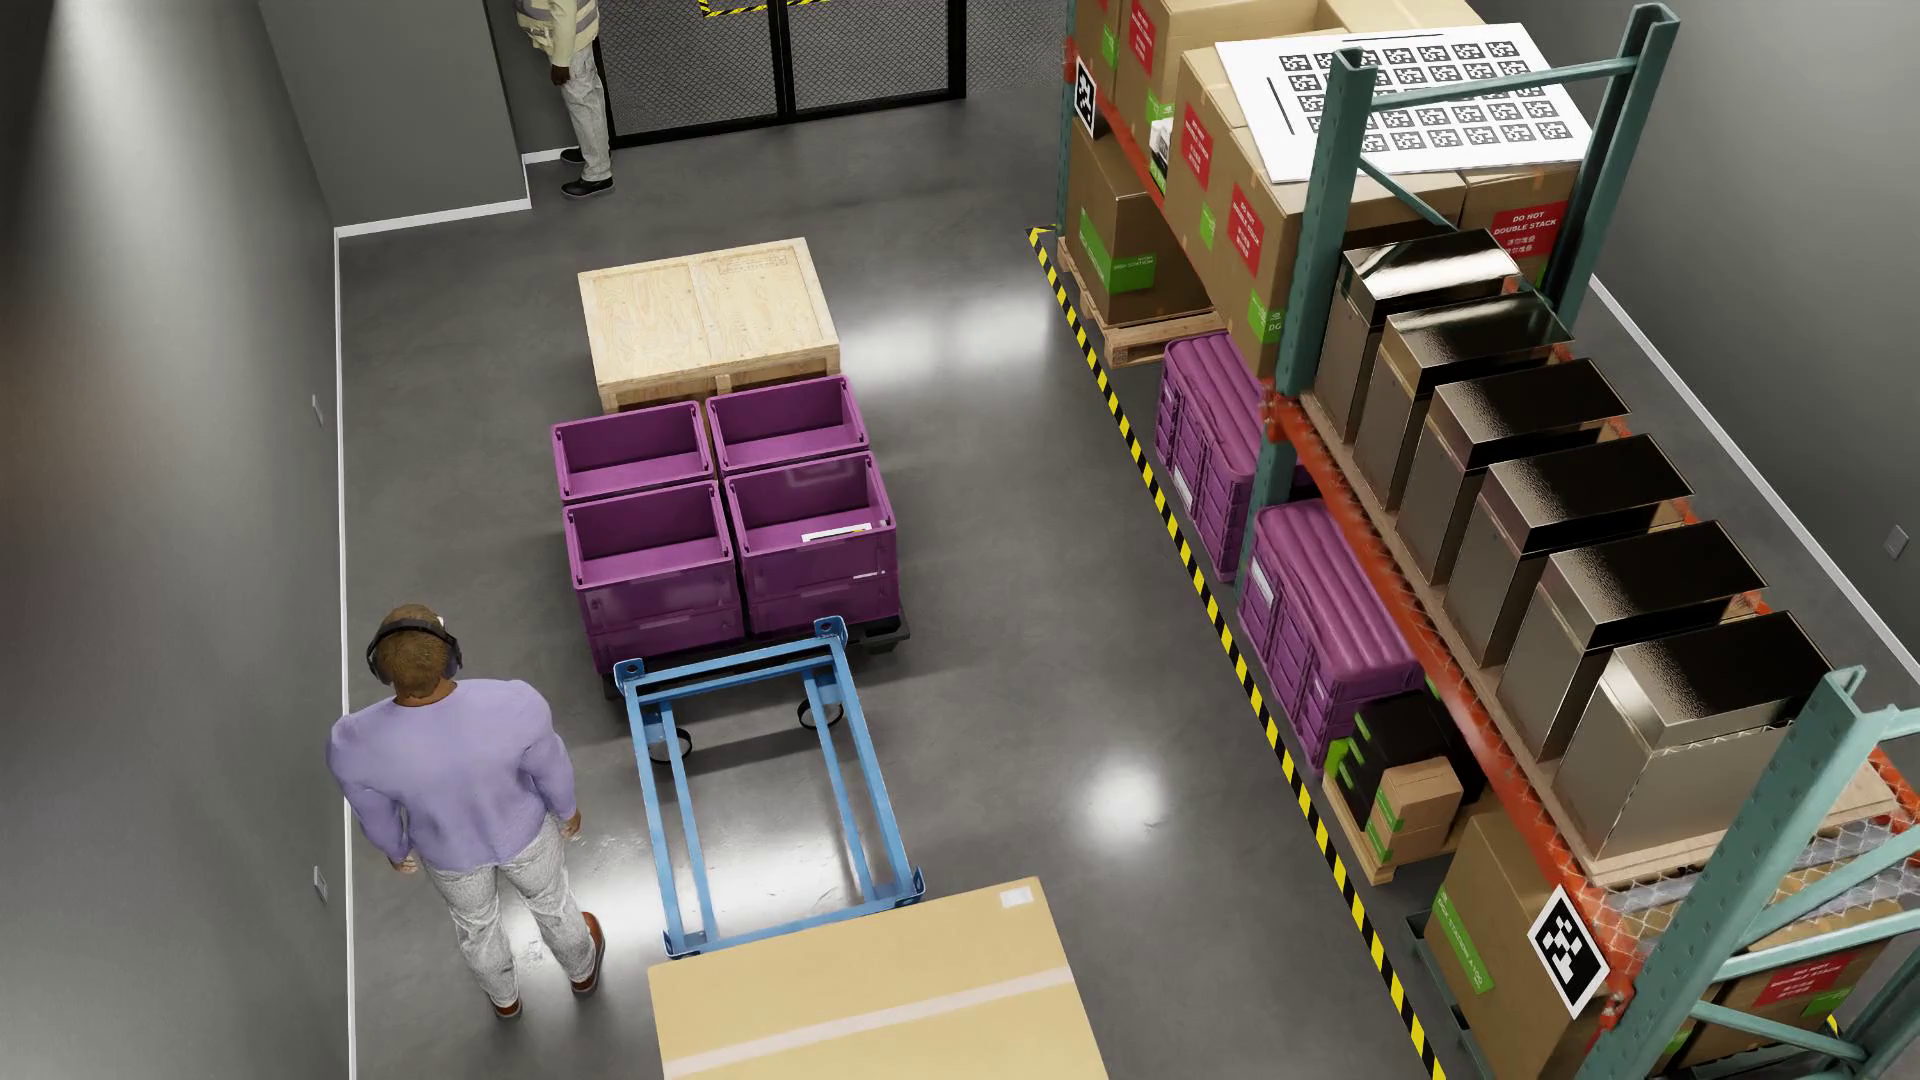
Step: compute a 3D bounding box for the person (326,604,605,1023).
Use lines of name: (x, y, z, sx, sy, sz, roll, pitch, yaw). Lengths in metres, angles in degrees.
person: (-1.466, 0.875, 5.084, 0.627, 1.939, 0.372, -13, 49, -11)

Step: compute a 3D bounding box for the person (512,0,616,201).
person: (-1.997, -2.560, 8.307, 0.403, 1.834, 0.588, -5, 48, -5)
